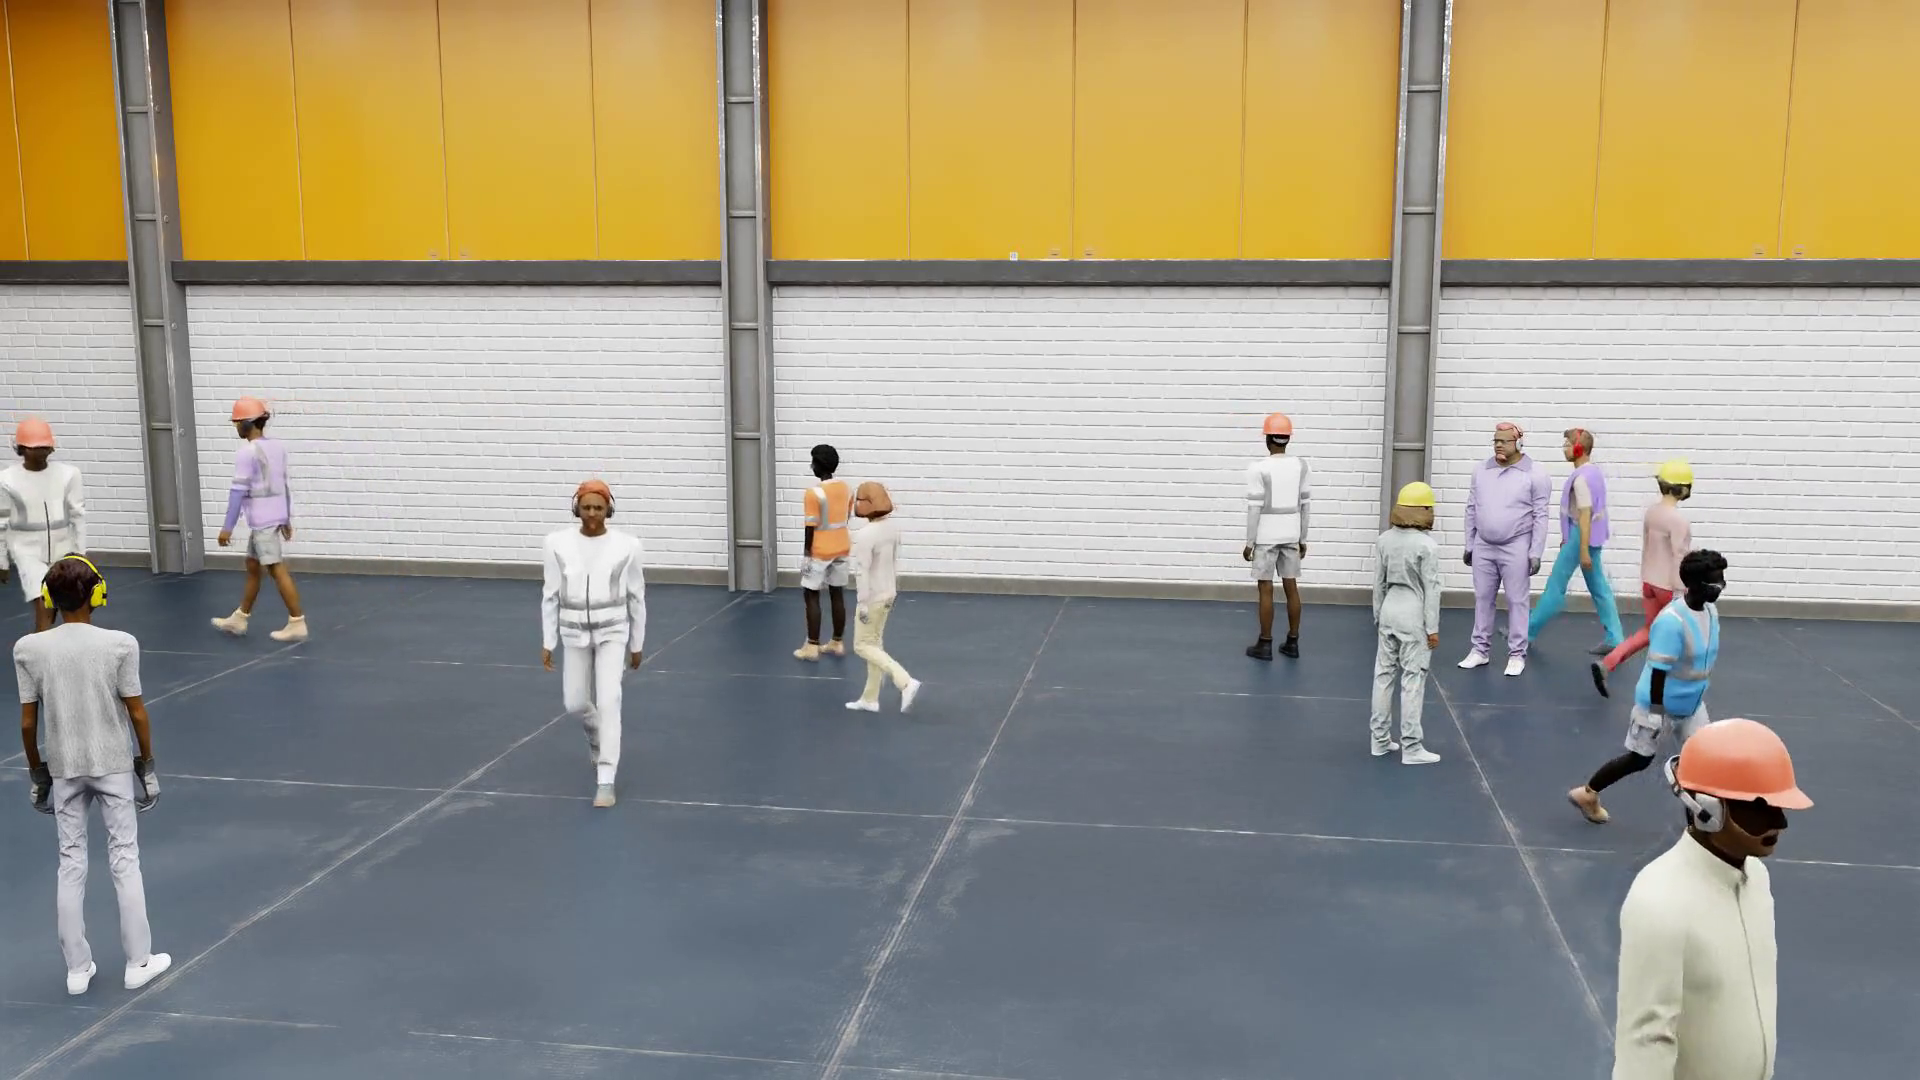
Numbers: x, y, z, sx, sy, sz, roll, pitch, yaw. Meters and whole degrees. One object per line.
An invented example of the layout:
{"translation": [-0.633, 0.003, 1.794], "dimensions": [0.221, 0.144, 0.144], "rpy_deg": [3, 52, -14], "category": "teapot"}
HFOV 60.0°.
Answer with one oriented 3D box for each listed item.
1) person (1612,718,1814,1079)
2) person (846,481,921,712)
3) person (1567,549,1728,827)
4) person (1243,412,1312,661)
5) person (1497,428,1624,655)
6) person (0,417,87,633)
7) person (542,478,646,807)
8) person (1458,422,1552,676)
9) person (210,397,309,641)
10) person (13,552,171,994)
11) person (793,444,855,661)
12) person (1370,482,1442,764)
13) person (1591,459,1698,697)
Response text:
{"translation": [1.767, 1.388, 4.141], "dimensions": [0.625, 1.978, 0.748], "rpy_deg": [-7, 12, -38], "category": "person"}
{"translation": [-0.527, 0.407, 11.297], "dimensions": [0.565, 1.618, 0.504], "rpy_deg": [5, 10, 26], "category": "person"}
{"translation": [3.631, 0.820, 8.699], "dimensions": [0.534, 1.643, 0.852], "rpy_deg": [-6, 11, -34], "category": "person"}
{"translation": [2.459, -0.029, 12.997], "dimensions": [0.551, 1.934, 0.373], "rpy_deg": [-3, 10, -18], "category": "person"}
{"translation": [4.843, 0.014, 13.170], "dimensions": [0.994, 1.790, 0.595], "rpy_deg": [6, 11, 32], "category": "person"}
{"translation": [-6.773, 0.076, 12.202], "dimensions": [0.986, 1.998, 0.598], "rpy_deg": [8, 12, 42], "category": "person"}
{"translation": [-2.105, 0.555, 9.638], "dimensions": [0.584, 1.860, 0.756], "rpy_deg": [0, 9, -1], "category": "person"}
{"translation": [4.081, 0.062, 12.530], "dimensions": [0.649, 1.907, 0.409], "rpy_deg": [9, 13, 43], "category": "person"}
{"translation": [-5.807, -0.158, 13.571], "dimensions": [0.969, 1.997, 0.639], "rpy_deg": [0, 9, 0], "category": "person"}
{"translation": [-3.644, 0.976, 6.993], "dimensions": [0.513, 1.875, 0.328], "rpy_deg": [-2, 9, -12], "category": "person"}
{"translation": [-1.048, 0.096, 12.977], "dimensions": [0.340, 1.696, 0.567], "rpy_deg": [7, 12, 38], "category": "person"}
{"translation": [2.774, 0.506, 10.296], "dimensions": [0.321, 1.741, 0.489], "rpy_deg": [-6, 11, -33], "category": "person"}
{"translation": [4.811, 0.308, 11.509], "dimensions": [0.678, 1.748, 0.528], "rpy_deg": [-1, 9, -3], "category": "person"}
